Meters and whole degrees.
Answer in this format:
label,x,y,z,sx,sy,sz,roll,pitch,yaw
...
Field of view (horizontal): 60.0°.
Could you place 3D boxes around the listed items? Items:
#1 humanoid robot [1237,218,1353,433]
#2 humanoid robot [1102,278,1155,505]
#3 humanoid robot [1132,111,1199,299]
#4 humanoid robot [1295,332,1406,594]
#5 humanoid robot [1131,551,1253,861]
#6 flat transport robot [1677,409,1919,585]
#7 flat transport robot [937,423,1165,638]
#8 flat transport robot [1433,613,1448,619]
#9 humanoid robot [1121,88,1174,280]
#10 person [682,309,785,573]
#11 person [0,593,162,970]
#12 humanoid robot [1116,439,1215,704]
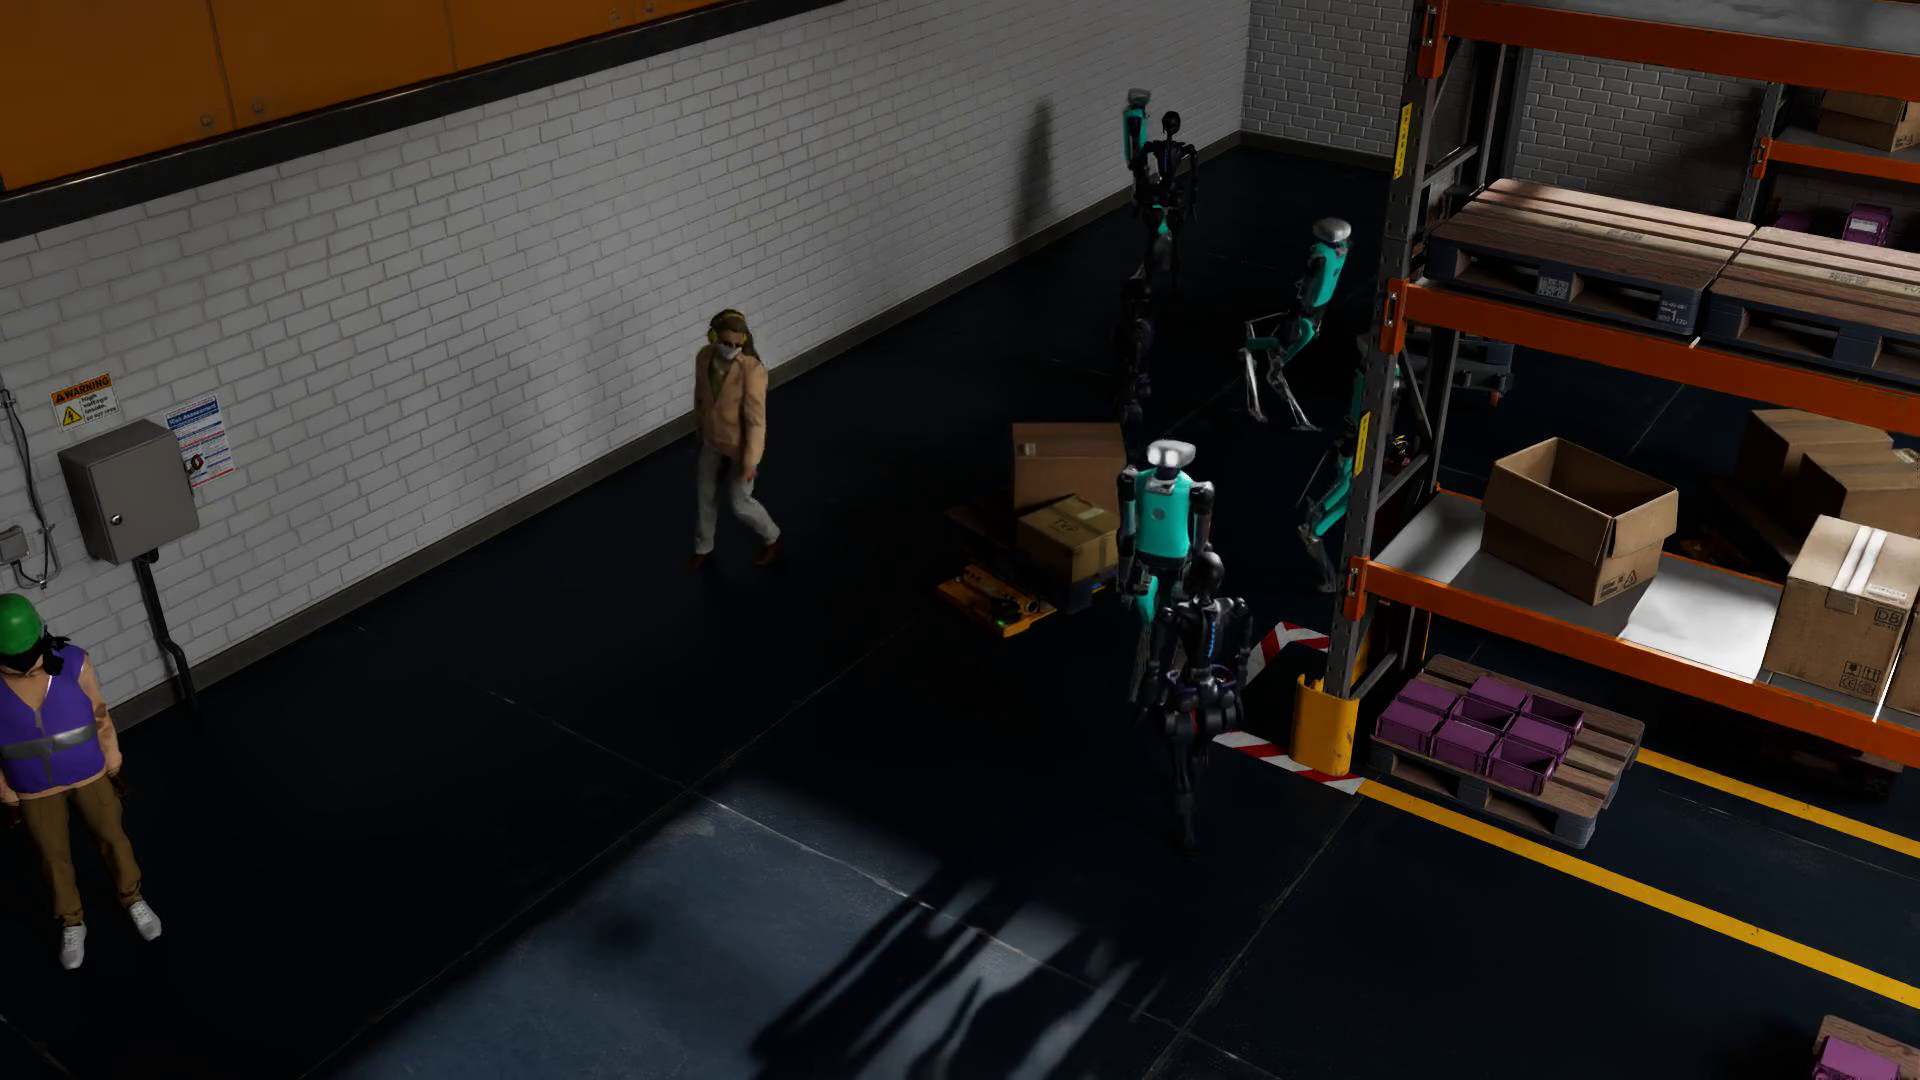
label,x,y,z,sx,sy,sz,roll,pitch,yaw
humanoid robot,2.397,-1.601,12.366,0.887,1.742,0.546,22,37,33
humanoid robot,1.120,-0.987,11.343,0.377,1.657,0.600,0,30,0
humanoid robot,1.822,-2.983,14.791,0.599,1.657,0.315,9,31,15
humanoid robot,2.307,-0.415,10.280,0.669,1.788,0.541,-7,31,-11
humanoid robot,1.141,0.777,8.291,0.586,1.645,0.608,-8,31,-13
flat transport robot,5.521,0.119,10.834,1.431,0.231,0.659,-2,30,-4
flat transport robot,0.603,0.182,10.724,1.431,0.231,0.659,-23,37,-34
flat transport robot,3.446,0.339,10.451,1.431,0.231,0.659,17,34,26
humanoid robot,1.832,-3.205,15.169,0.794,1.802,0.530,3,30,5
person,-1.445,-0.631,10.569,0.606,1.845,0.569,20,36,31
person,-4.086,1.060,7.544,0.529,1.926,0.413,-18,34,-28
humanoid robot,1.173,0.210,9.240,0.541,1.840,0.658,13,32,21
